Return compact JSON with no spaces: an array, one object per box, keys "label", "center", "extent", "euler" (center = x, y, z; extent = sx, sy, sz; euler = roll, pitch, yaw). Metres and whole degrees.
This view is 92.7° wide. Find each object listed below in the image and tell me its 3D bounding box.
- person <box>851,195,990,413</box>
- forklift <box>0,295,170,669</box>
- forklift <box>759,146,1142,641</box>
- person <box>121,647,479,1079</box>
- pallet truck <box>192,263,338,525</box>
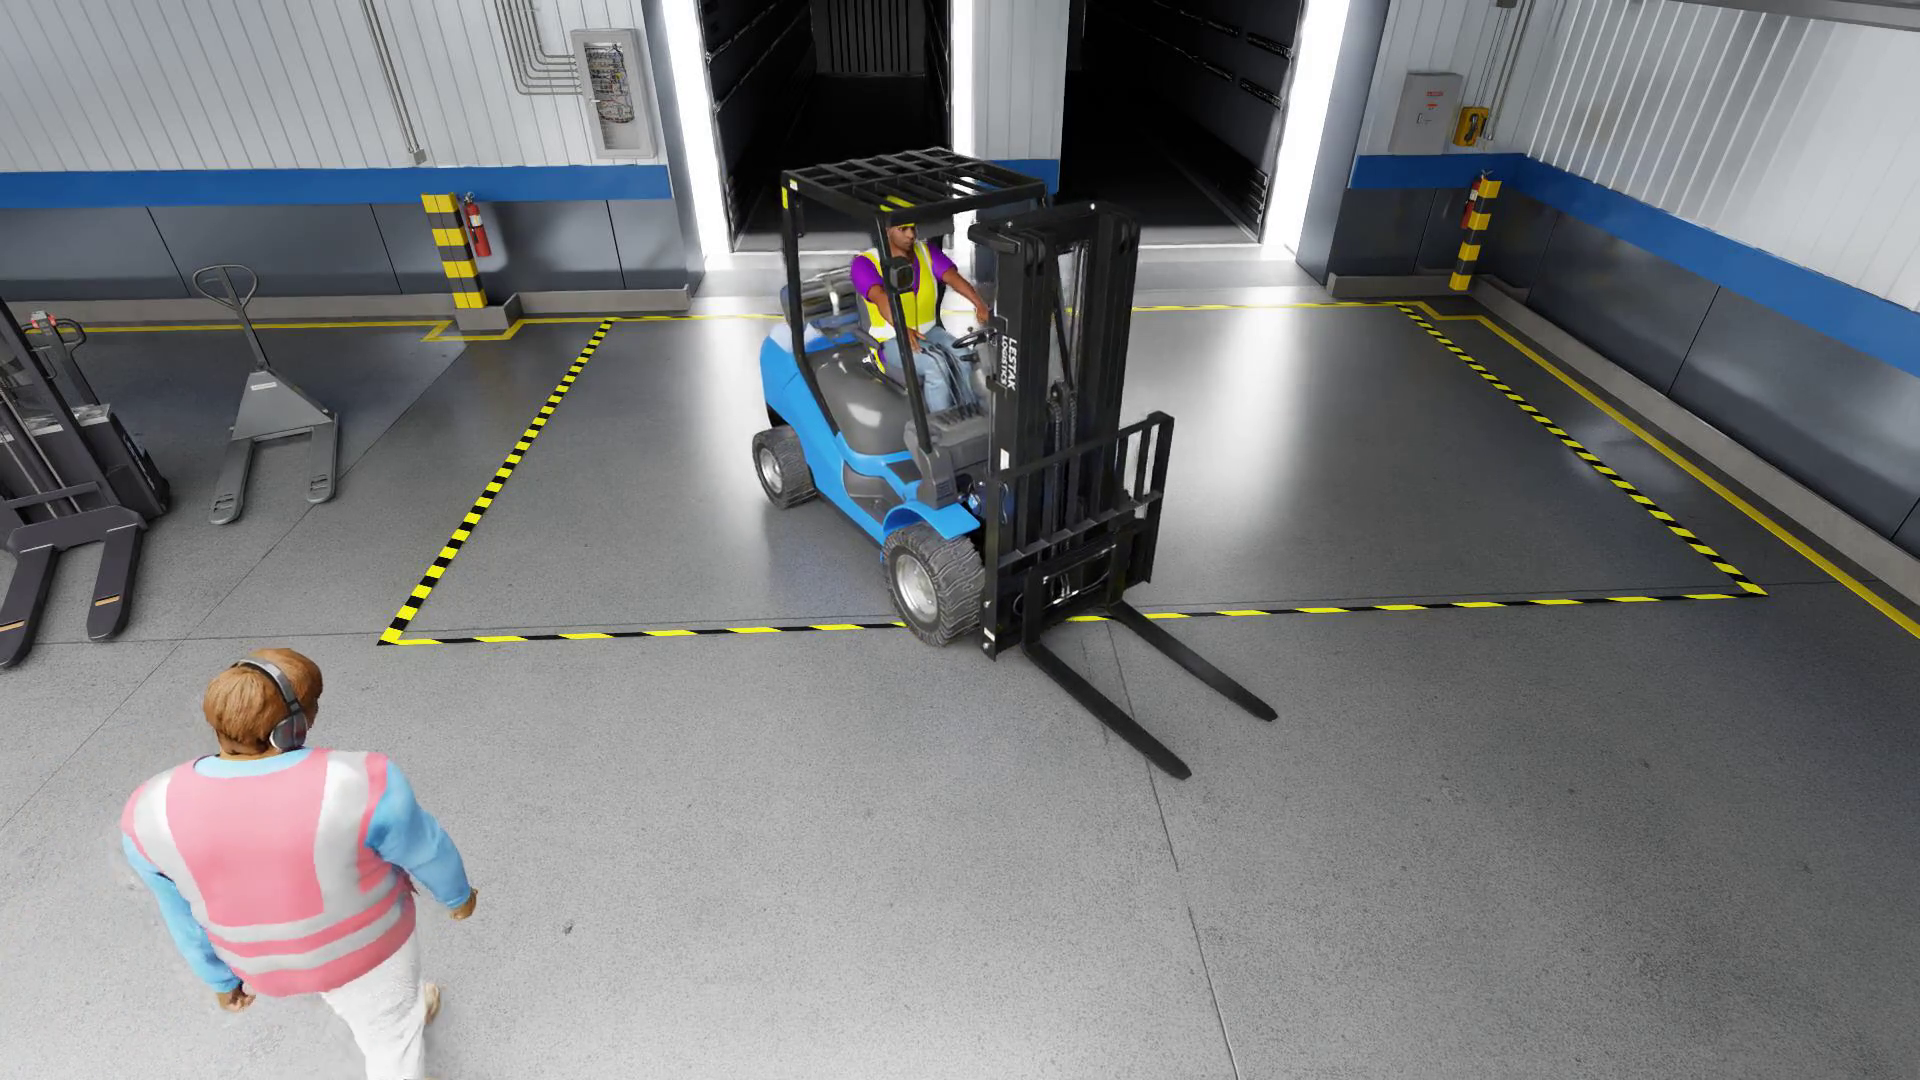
[{"label":"person","center":[-0.150,-1.132,4.978],"extent":[0.630,1.294,1.004],"euler":[-22,41,-29]},{"label":"forklift","center":[-5.212,-0.618,4.878],"extent":[0.823,1.965,1.885],"euler":[-20,39,-26]},{"label":"forklift","center":[-0.176,-1.010,5.130],"extent":[1.157,2.036,2.680],"euler":[-22,41,-29]},{"label":"person","center":[-1.735,1.087,2.603],"extent":[0.633,1.800,0.627],"euler":[-5,35,-7]},{"label":"pallet truck","center":[-4.778,-1.027,6.128],"extent":[0.680,1.201,1.601],"euler":[-17,38,-23]}]
